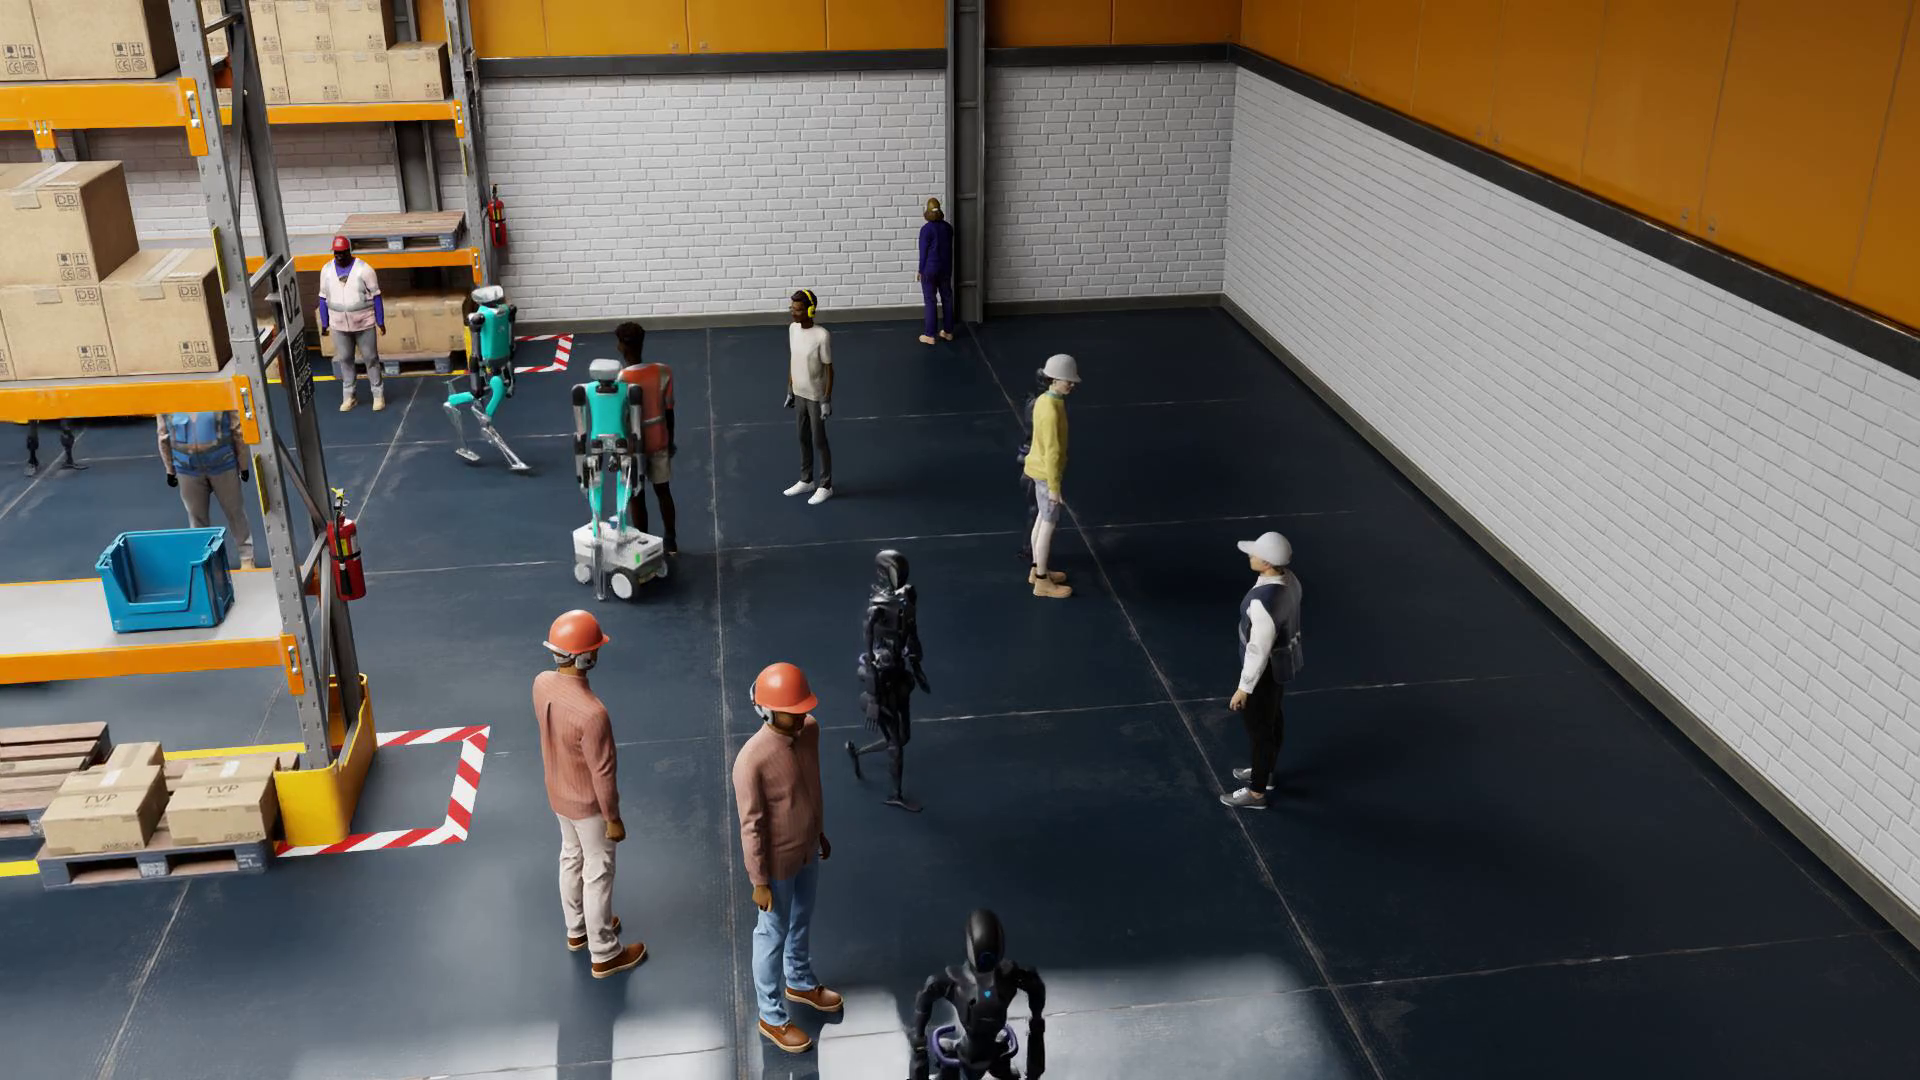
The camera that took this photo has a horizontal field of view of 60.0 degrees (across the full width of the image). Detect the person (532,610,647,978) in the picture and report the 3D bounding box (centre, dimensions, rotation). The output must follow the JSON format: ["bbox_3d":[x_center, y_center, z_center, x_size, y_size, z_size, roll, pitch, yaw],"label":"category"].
[{"bbox_3d":[-1.875,1.272,8.370,0.401,1.986,0.610,-19,30,-37],"label":"person"}]

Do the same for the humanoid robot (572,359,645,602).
[{"bbox_3d":[-2.623,-0.380,12.532,0.556,1.855,0.825,-3,24,-8],"label":"humanoid robot"}]

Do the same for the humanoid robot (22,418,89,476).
[{"bbox_3d":[-8.194,-1.384,14.806,0.451,1.647,0.600,18,29,35],"label":"humanoid robot"}]

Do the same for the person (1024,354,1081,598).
[{"bbox_3d":[0.685,-0.488,12.504,0.412,1.882,0.473,-1,24,-2],"label":"person"}]

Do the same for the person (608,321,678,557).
[{"bbox_3d":[-2.487,-0.749,12.995,0.611,1.961,0.365,-21,31,-39],"label":"person"}]

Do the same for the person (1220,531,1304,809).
[{"bbox_3d":[1.798,0.761,9.806,0.421,1.759,0.750,10,26,22],"label":"person"}]

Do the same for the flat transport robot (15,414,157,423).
[{"bbox_3d":[-8.527,-1.378,16.536,1.431,0.231,0.659,-3,24,-7],"label":"flat transport robot"}]

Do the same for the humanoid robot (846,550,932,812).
[{"bbox_3d":[-0.476,0.808,9.814,0.568,1.633,0.585,12,26,26],"label":"humanoid robot"}]

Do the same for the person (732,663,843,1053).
[{"bbox_3d":[-0.814,1.476,7.890,0.376,1.995,0.610,11,26,24],"label":"person"}]

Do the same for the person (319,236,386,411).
[{"bbox_3d":[-5.986,-2.129,16.399,0.622,1.752,0.420,-2,24,-5],"label":"person"}]

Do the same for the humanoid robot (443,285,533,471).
[{"bbox_3d":[-4.314,-1.433,14.879,1.037,1.754,0.550,12,27,26],"label":"humanoid robot"}]

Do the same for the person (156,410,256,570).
[{"bbox_3d":[-5.769,-0.568,12.753,0.631,1.837,0.431,-5,24,-12],"label":"person"}]

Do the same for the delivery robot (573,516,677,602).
[{"bbox_3d":[-2.604,0.118,12.792,0.811,0.611,0.499,14,27,29],"label":"delivery robot"}]

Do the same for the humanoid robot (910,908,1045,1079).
[{"bbox_3d":[0.059,2.169,6.724,0.590,1.651,0.389,-6,24,-12],"label":"humanoid robot"}]

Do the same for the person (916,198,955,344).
[{"bbox_3d":[-0.289,-3.008,18.567,0.459,1.616,0.358,-17,29,-33],"label":"person"}]

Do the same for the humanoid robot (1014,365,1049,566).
[{"bbox_3d":[0.612,-0.584,12.981,0.345,1.649,0.608,6,24,13],"label":"humanoid robot"}]

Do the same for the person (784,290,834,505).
[{"bbox_3d":[-1.299,-1.223,14.199,0.527,1.865,0.317,20,31,38],"label":"person"}]
